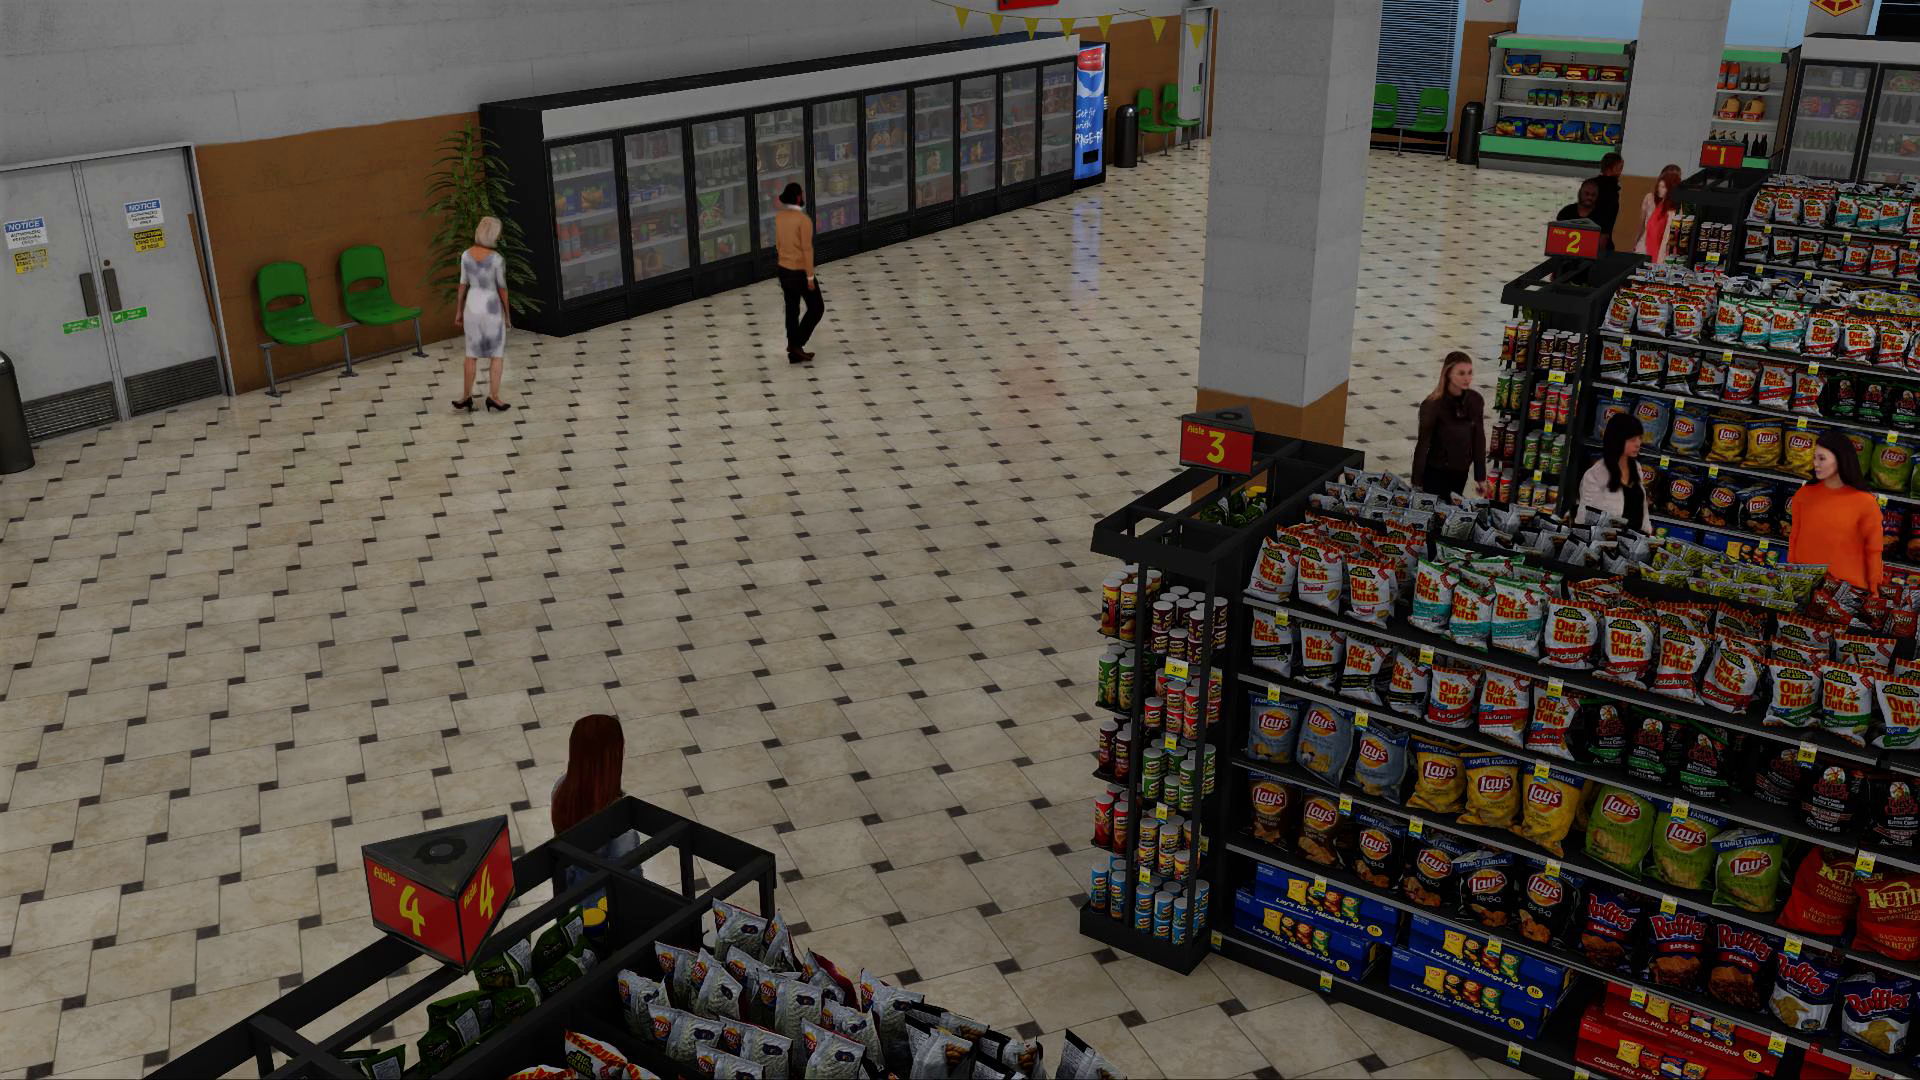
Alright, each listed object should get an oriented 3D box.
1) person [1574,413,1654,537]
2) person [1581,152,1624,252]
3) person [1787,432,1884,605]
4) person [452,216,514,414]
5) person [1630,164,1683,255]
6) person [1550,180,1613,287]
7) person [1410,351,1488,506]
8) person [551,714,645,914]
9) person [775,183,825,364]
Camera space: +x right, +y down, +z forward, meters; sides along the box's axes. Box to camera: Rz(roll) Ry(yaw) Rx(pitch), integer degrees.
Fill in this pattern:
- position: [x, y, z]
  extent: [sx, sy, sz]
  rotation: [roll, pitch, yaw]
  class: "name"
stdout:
- position: [3.737, 0.025, 9.814]
  extent: [0.855, 1.596, 1.133]
  rotation: [-16, 27, -34]
  class: "person"
- position: [6.336, -2.960, 16.887]
  extent: [1.221, 1.862, 1.254]
  rotation: [-9, 23, -21]
  class: "person"
- position: [4.825, 0.249, 9.113]
  extent: [0.995, 1.703, 1.053]
  rotation: [-15, 26, -33]
  class: "person"
- position: [-4.217, -1.950, 14.563]
  extent: [0.726, 1.720, 0.897]
  rotation: [-1, 22, -4]
  class: "person"
- position: [6.825, -2.810, 16.603]
  extent: [0.942, 1.795, 1.031]
  rotation: [-11, 24, -25]
  class: "person"
- position: [5.938, -2.555, 15.965]
  extent: [0.708, 1.797, 0.741]
  rotation: [13, 25, 30]
  class: "person"
- position: [3.116, -0.426, 10.837]
  extent: [0.972, 1.671, 1.170]
  rotation: [-10, 24, -22]
  class: "person"
- position: [-1.381, 1.458, 6.138]
  extent: [0.985, 1.678, 0.778]
  rotation: [20, 29, 40]
  class: "person"
- position: [-1.622, -2.536, 15.982]
  extent: [0.633, 1.749, 0.769]
  rotation: [20, 29, 40]
  class: "person"
